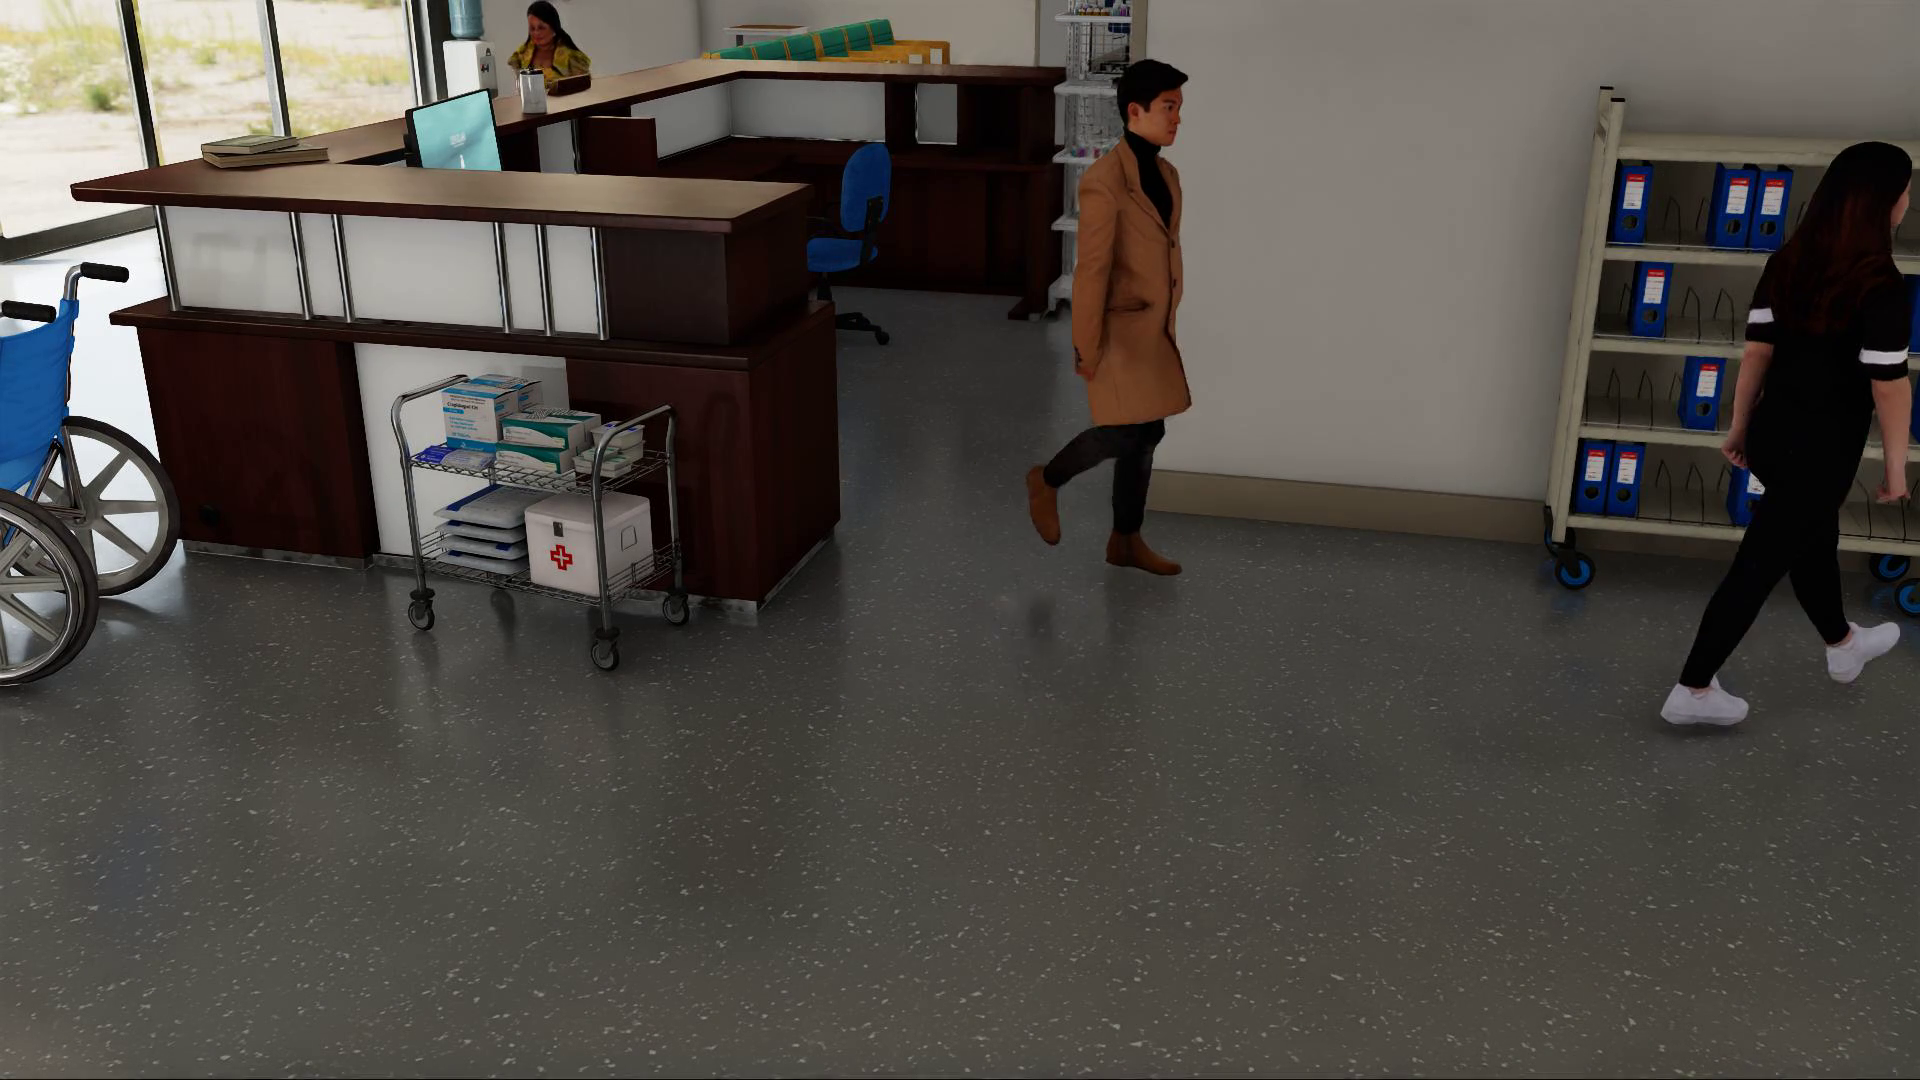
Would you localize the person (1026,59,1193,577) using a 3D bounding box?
[{"bbox_3d":[0.501,-0.727,5.602,0.968,1.710,0.826,15,26,35],"label":"person"}]

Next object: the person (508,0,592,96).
[{"bbox_3d":[-2.619,-2.687,10.939,0.896,1.637,0.899,0,21,1],"label":"person"}]

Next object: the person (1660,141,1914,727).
[{"bbox_3d":[2.212,-0.220,4.485,1.169,1.596,0.996,-7,22,-18],"label":"person"}]
